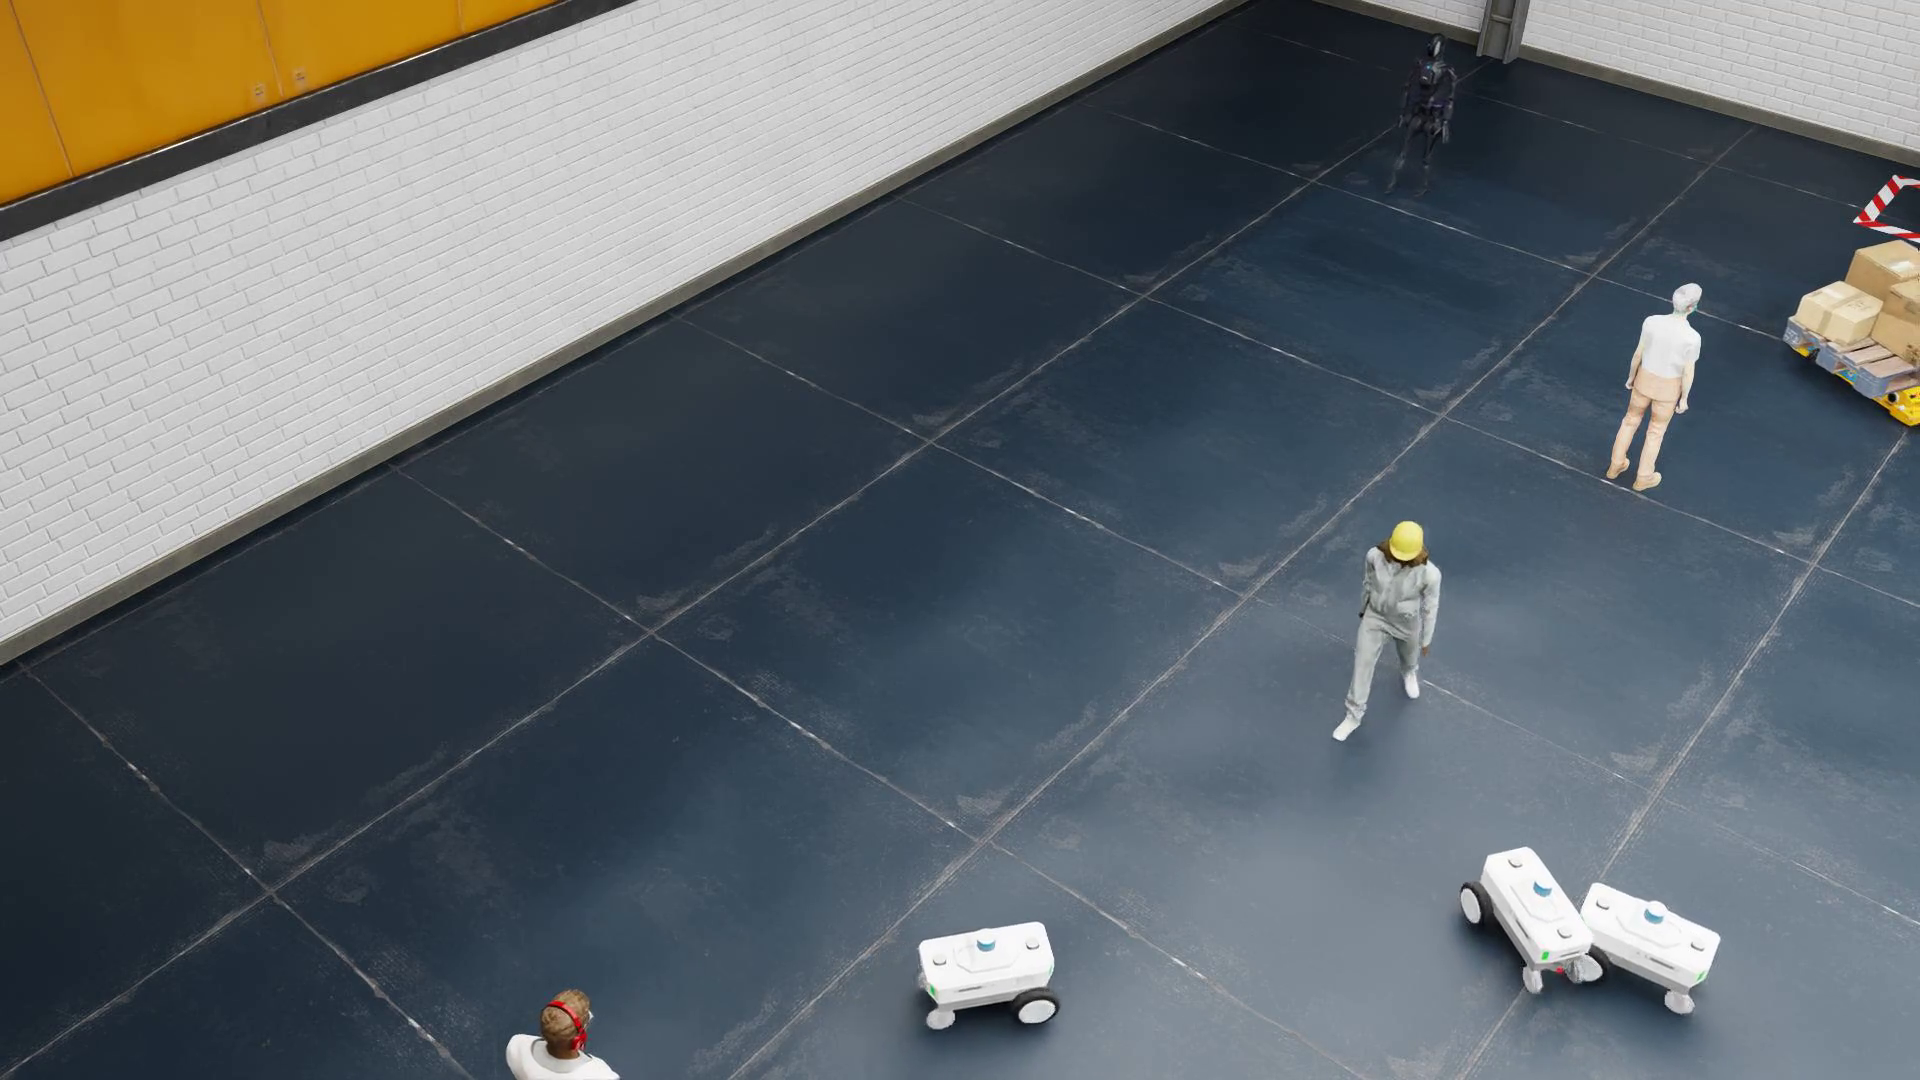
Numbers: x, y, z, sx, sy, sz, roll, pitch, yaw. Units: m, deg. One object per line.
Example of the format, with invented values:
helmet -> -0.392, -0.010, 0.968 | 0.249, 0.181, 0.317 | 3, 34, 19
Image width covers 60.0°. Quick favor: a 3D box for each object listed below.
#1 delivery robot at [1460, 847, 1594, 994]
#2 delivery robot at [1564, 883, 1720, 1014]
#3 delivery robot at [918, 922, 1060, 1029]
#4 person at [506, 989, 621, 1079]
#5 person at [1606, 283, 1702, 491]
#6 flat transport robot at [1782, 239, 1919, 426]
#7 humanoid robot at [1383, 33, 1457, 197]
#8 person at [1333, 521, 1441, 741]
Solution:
delivery robot -> 3.243, 2.117, 9.444 | 0.499, 0.611, 0.809 | -10, 40, -12
delivery robot -> 3.809, 2.239, 9.268 | 0.757, 0.580, 0.499 | 22, 44, 25
delivery robot -> 0.151, 2.357, 9.128 | 0.793, 0.590, 0.499 | -7, 39, -9
person -> -1.741, 2.731, 7.654 | 0.568, 1.831, 0.409 | 14, 41, 17
person -> 5.272, -1.163, 12.551 | 0.308, 1.745, 0.494 | -30, 48, -32
flat transport robot -> 7.773, -1.476, 14.118 | 0.659, 0.231, 1.431 | -14, 41, -17
humanoid robot -> 4.558, -4.137, 16.307 | 0.601, 1.655, 0.442 | 31, 48, 32
person -> 2.793, 0.468, 10.568 | 0.511, 1.693, 0.831 | 22, 44, 25
